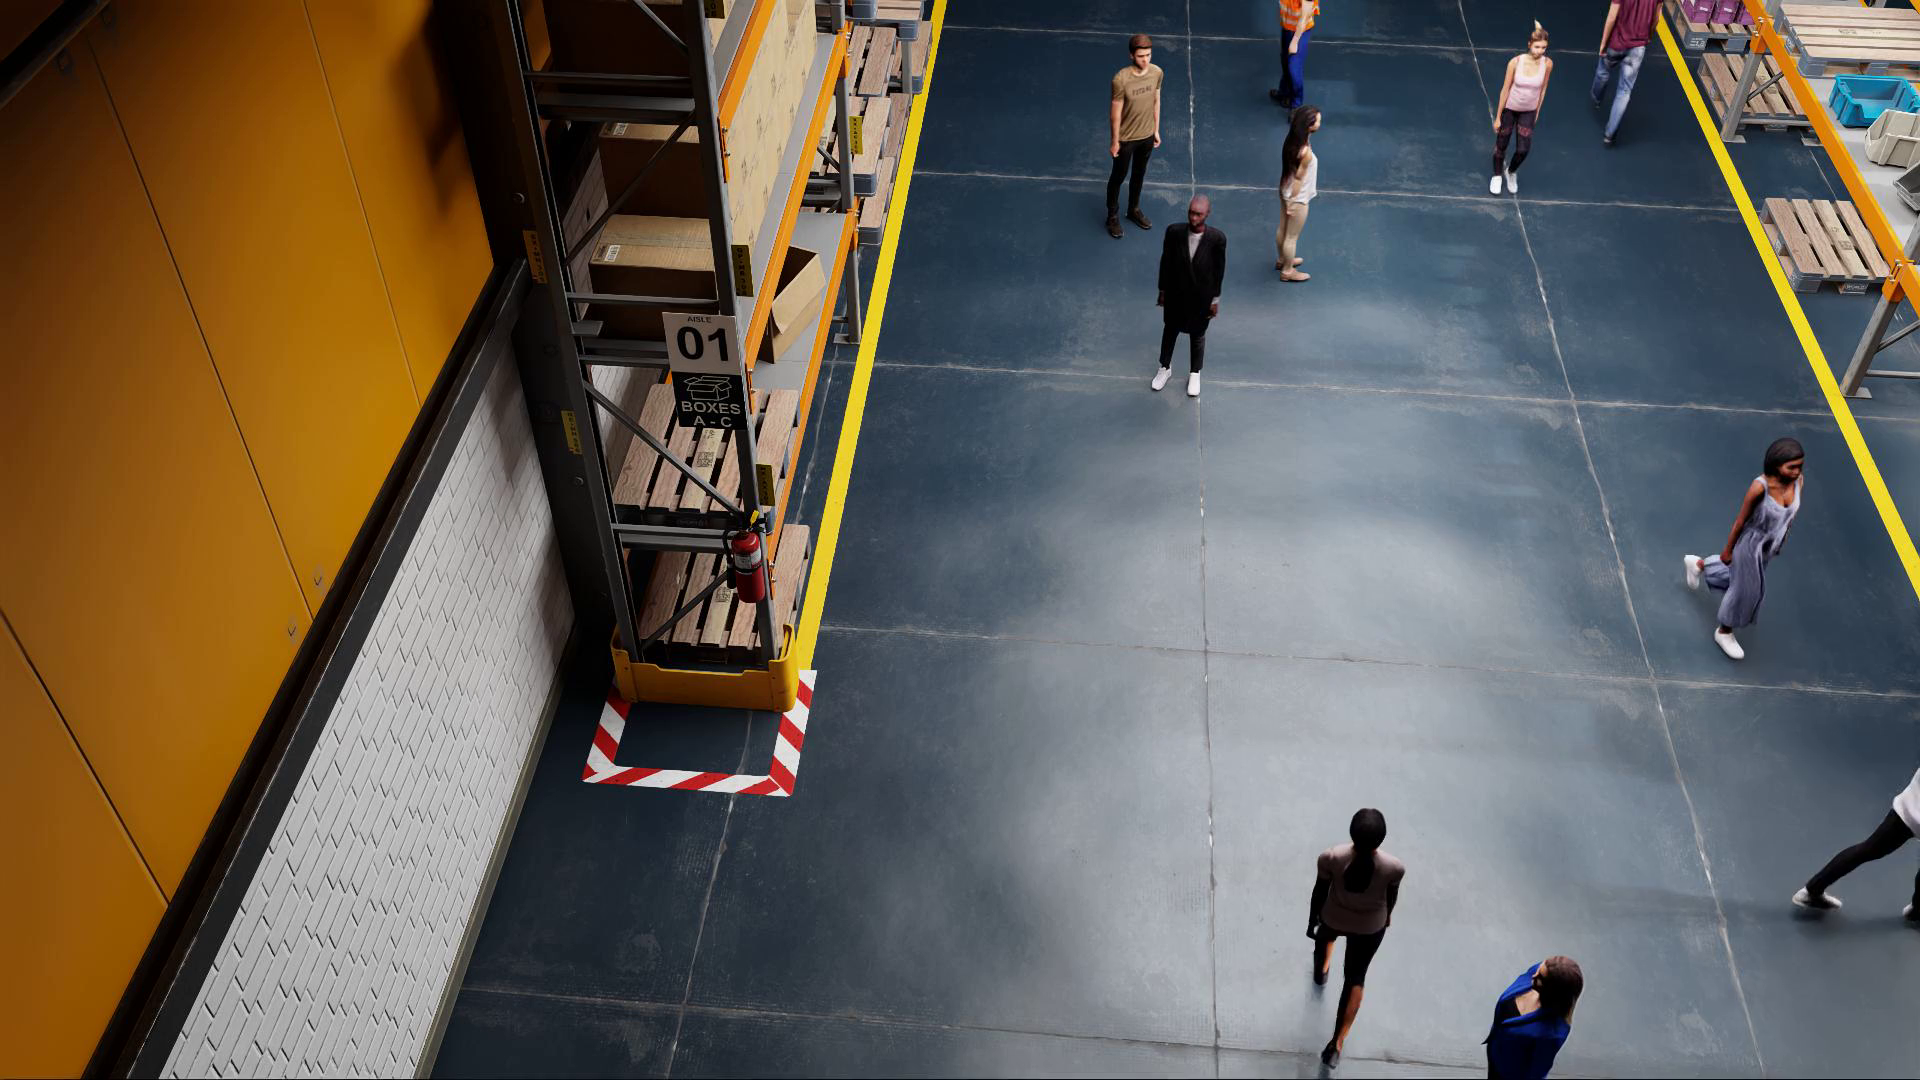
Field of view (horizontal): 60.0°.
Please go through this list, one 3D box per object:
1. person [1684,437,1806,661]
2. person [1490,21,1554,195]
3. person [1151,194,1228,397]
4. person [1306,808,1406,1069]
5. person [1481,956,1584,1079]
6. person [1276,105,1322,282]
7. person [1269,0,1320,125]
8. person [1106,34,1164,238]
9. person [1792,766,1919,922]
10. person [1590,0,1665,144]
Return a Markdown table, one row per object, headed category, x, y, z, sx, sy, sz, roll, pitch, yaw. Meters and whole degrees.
| category | x | y | z | sx | sy | sz | roll | pitch | yaw |
| --- | --- | --- | --- | --- | --- | --- | --- | --- | --- |
| person | 5.211 | -0.033 | 11.025 | 0.868 | 1.674 | 1.095 | -14 | 45 | -14 |
| person | 5.082 | -3.962 | 15.169 | 0.579 | 1.647 | 0.585 | 8 | 44 | 9 |
| person | 1.792 | -1.918 | 12.940 | 0.688 | 1.762 | 0.609 | 11 | 45 | 11 |
| person | 2.059 | 2.079 | 8.779 | 0.780 | 1.714 | 1.175 | 12 | 45 | 13 |
| person | 2.783 | 2.576 | 8.267 | 0.691 | 1.701 | 0.502 | 0 | 44 | 0 |
| person | 2.830 | -2.932 | 14.084 | 0.668 | 1.652 | 0.612 | -25 | 49 | -24 |
| person | 3.259 | -5.010 | 16.126 | 0.958 | 1.844 | 0.717 | 1 | 44 | 1 |
| person | 1.526 | -3.573 | 14.612 | 0.752 | 1.852 | 0.760 | -20 | 47 | -20 |
| person | 5.282 | 1.532 | 9.230 | 0.854 | 1.885 | 1.174 | -1 | 44 | -1 |
| person | 6.341 | -4.662 | 15.800 | 0.803 | 1.791 | 1.230 | 10 | 45 | 10 |
